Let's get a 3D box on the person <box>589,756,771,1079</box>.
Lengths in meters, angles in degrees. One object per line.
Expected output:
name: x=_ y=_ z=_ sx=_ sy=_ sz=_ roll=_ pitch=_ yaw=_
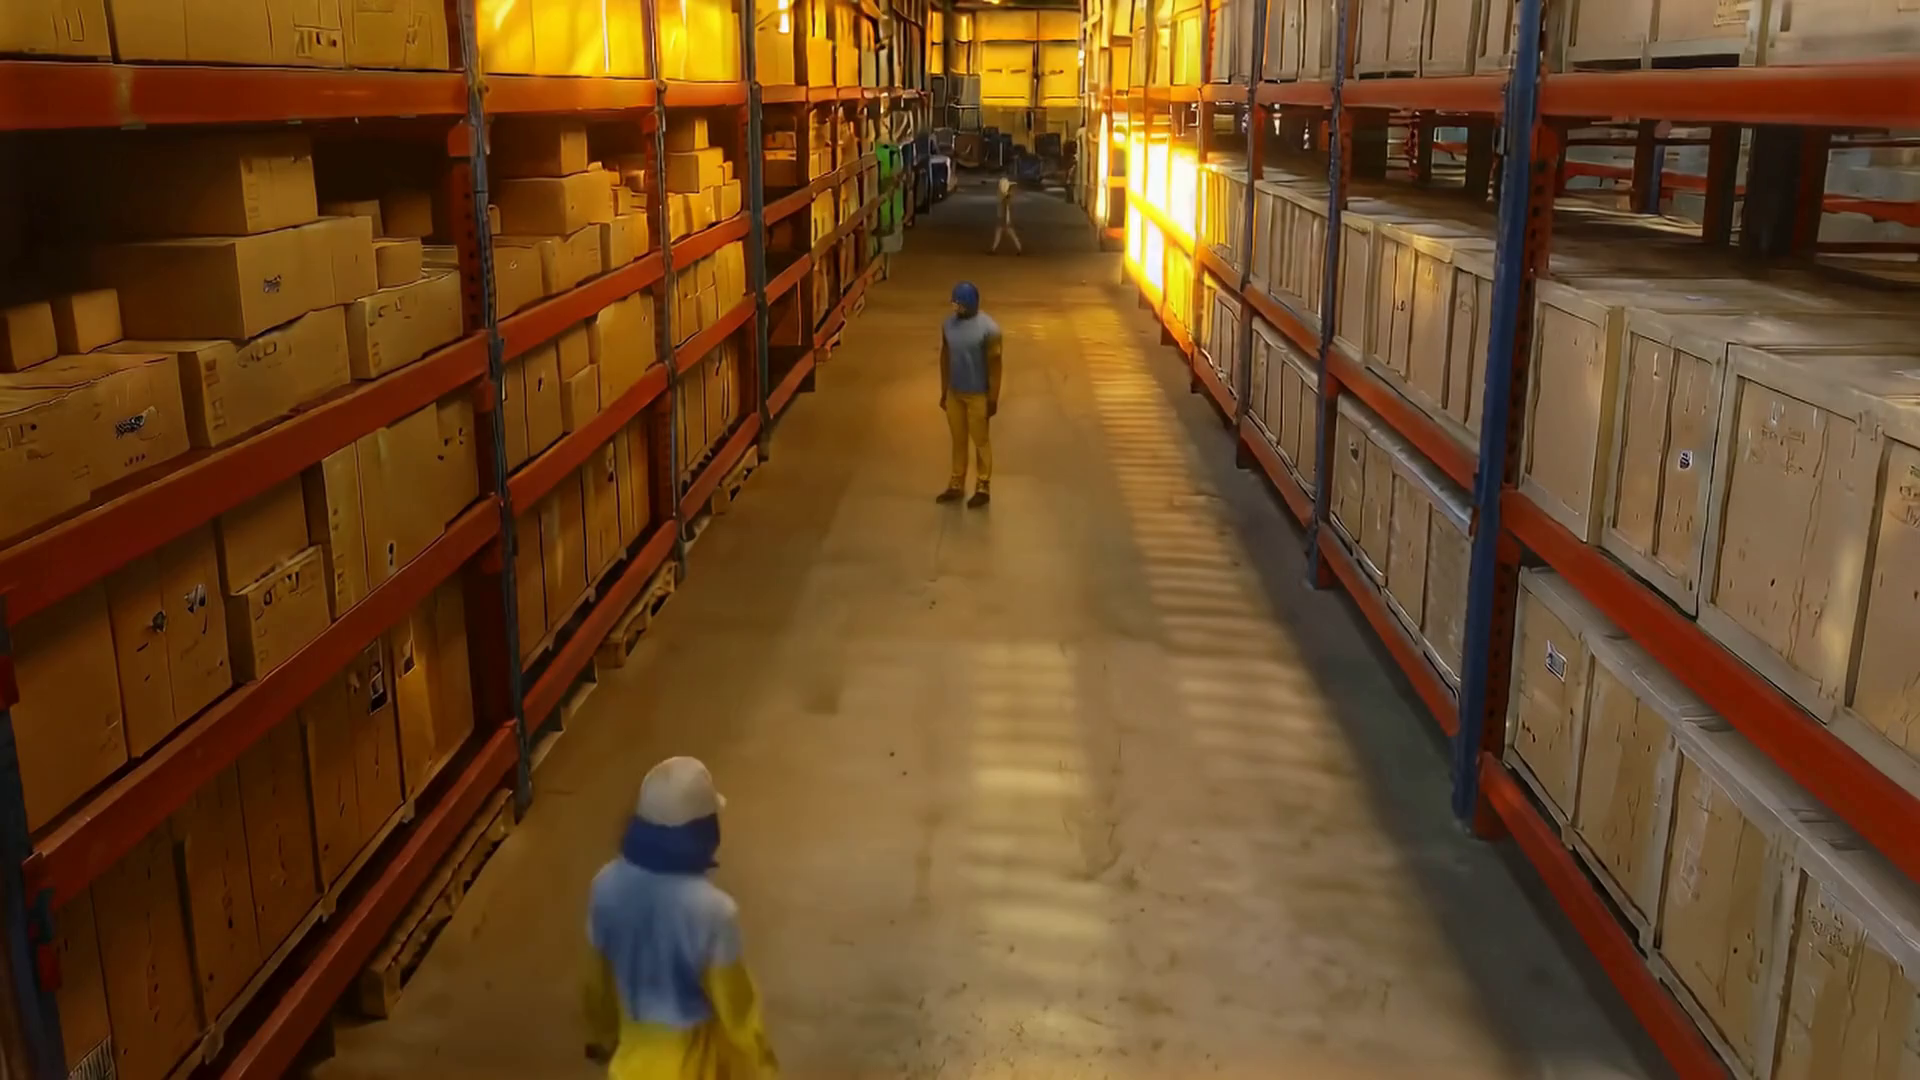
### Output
person: x=-0.746 y=1.411 z=4.751 sx=0.502 sy=1.715 sz=0.710 roll=10 pitch=18 yaw=32

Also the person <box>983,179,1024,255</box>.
person: x=0.991 y=-7.078 z=36.453 sx=0.893 sy=1.650 sz=0.542 roll=1 pitch=15 yaw=3

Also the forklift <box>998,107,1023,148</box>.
forklift: x=2.116 y=-19.879 z=81.755 sx=1.873 sy=2.768 sz=1.129 roll=2 pitch=15 yaw=8

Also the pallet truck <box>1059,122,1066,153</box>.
pallet truck: x=5.788 y=-21.111 z=88.014 sx=1.885 sy=1.965 sz=0.823 roll=5 pitch=16 yaw=18

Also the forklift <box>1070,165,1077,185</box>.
forklift: x=4.739 y=-12.934 z=55.916 sx=1.873 sy=2.768 sz=1.129 roll=-6 pitch=16 yaw=-22

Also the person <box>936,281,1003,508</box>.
person: x=0.078 y=-1.245 z=14.218 sx=0.629 sy=1.937 sz=0.379 roll=13 pitch=19 yaw=39
